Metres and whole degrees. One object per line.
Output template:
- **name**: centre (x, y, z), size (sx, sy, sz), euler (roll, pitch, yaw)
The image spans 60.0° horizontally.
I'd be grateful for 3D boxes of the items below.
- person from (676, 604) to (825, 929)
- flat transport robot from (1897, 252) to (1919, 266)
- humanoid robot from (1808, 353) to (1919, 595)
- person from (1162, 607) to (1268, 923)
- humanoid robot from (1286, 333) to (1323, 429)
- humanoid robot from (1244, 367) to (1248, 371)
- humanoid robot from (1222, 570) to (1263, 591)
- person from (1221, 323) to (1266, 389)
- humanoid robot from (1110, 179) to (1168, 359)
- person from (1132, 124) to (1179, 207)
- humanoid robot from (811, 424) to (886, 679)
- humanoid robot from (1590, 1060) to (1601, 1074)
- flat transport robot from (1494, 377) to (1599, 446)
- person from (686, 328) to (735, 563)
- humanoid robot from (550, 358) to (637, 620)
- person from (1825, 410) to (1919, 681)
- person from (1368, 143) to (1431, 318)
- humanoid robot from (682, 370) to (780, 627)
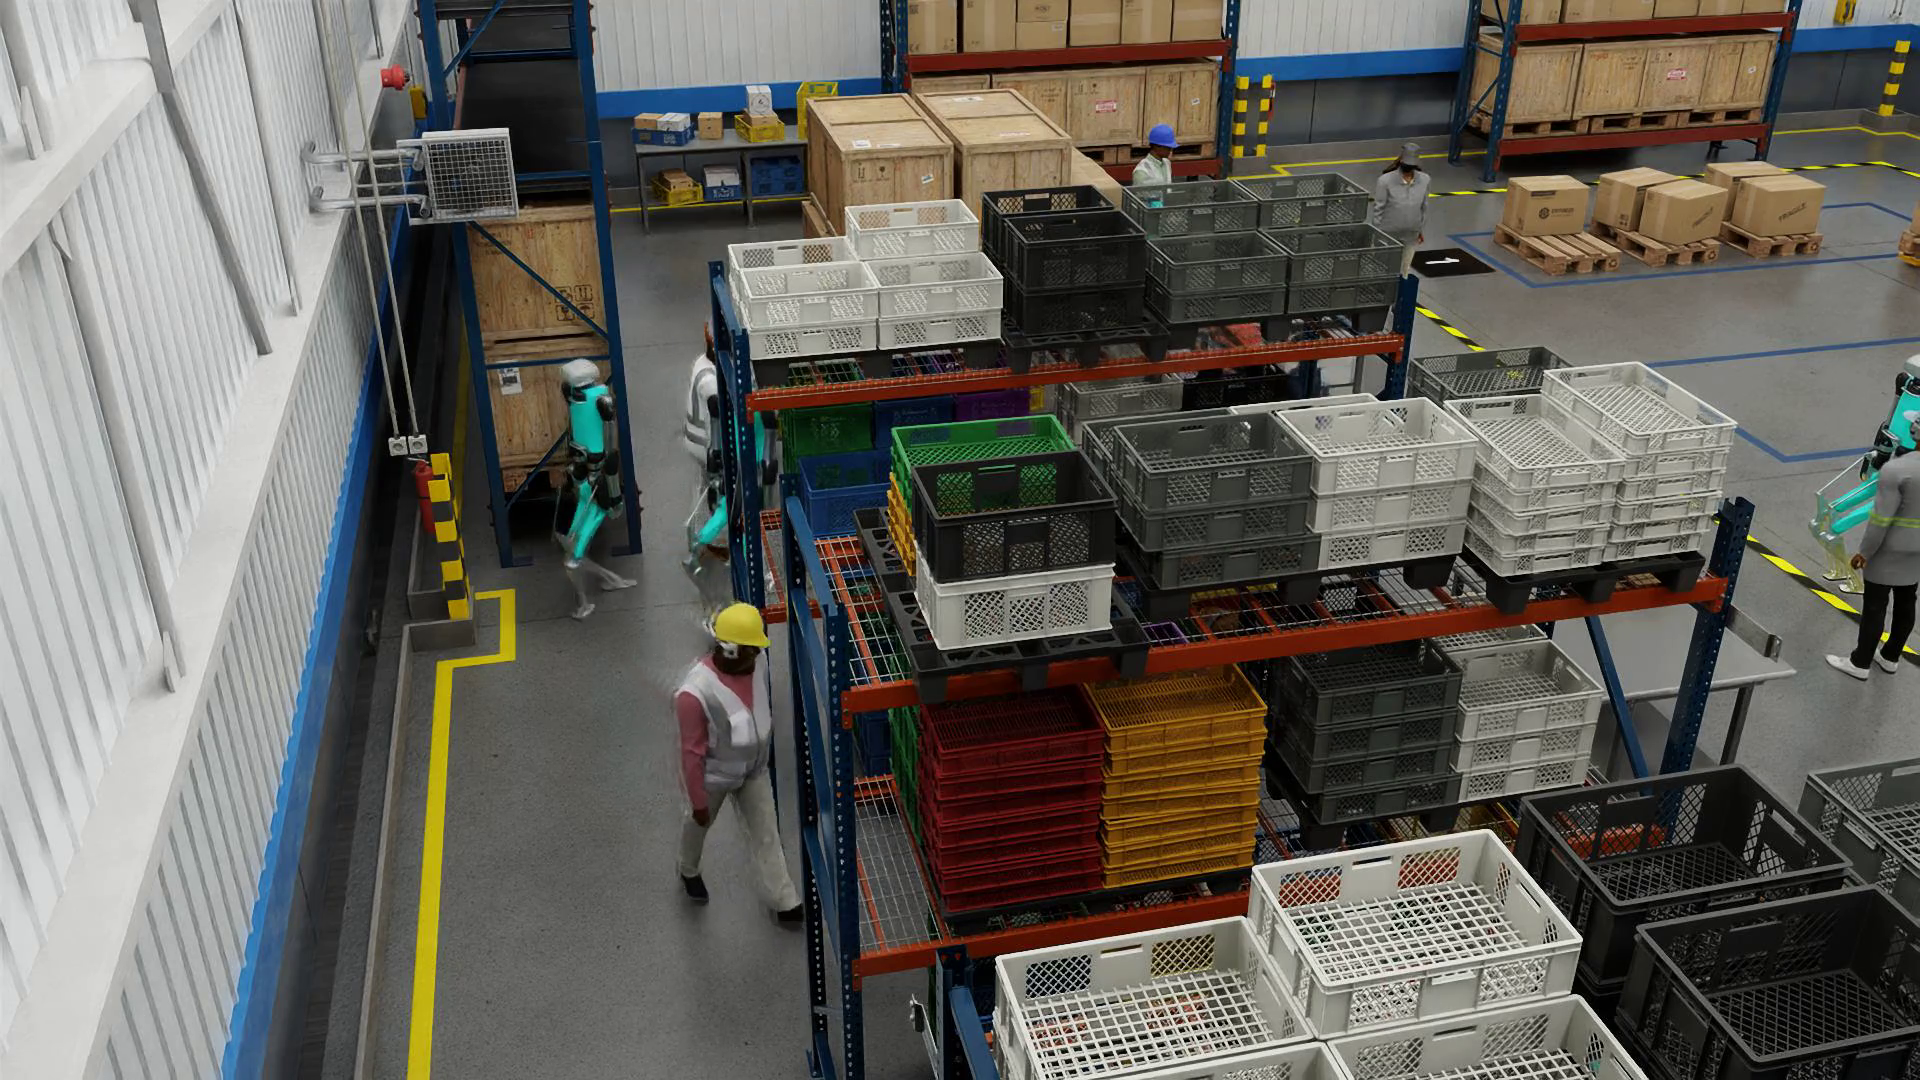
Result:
- **person**: centre (-1.119, 1.139, 8.280), size (0.939, 1.764, 0.629), euler (22, 35, 36)
- **flat transport robot**: centre (10.638, -2.856, 17.435), size (0.652, 0.197, 1.431), euler (-6, 28, -12)
- **humanoid robot**: centre (6.067, -0.433, 11.145), size (0.735, 1.681, 0.533), euler (-1, 28, -2)
- **person**: centre (1.234, 1.157, 8.180), size (0.617, 1.836, 0.431), euler (-18, 33, -30)
- **humanoid robot**: centre (2.332, -0.680, 11.820), size (0.393, 1.657, 0.590), euler (5, 28, 10)
- **humanoid robot**: centre (1.939, -0.479, 11.452), size (0.374, 1.639, 0.610), euler (15, 31, 26)
- **humanoid robot**: centre (1.917, -0.139, 10.817), size (0.673, 1.633, 0.587), euler (-4, 28, -7)
- **person**: centre (1.806, -0.663, 11.475), size (0.615, 1.990, 1.007), euler (-16, 32, -27)
- **humanoid robot**: centre (1.499, -2.309, 14.876), size (0.868, 1.785, 0.541), euler (-8, 29, -15)
- **person**: centre (1.856, -3.038, 16.024), size (0.412, 1.939, 0.602), euler (17, 32, 29)
- **humanoid robot**: centre (-0.605, 0.085, 10.305), size (0.789, 1.777, 0.545), euler (-7, 28, -12)
- **humanoid robot**: centre (2.470, 2.247, 6.184), size (0.995, 1.738, 0.553), euler (2, 28, 5)
- **flat transport robot**: centre (4.780, -1.036, 14.013), size (0.659, 0.231, 1.431), euler (-6, 28, -12)
- **person**: centre (-1.710, -0.664, 11.601), size (0.463, 1.858, 0.789), euler (-5, 28, -9)
- **humanoid robot**: centre (-2.552, -0.293, 11.033), size (0.865, 1.780, 0.534), euler (-25, 36, -38)
- **person**: centre (5.815, 0.012, 10.325), size (0.587, 1.853, 0.391), euler (-7, 29, -13)
- **person**: centre (4.231, -2.973, 16.084), size (0.563, 1.761, 0.405), euler (-5, 28, -9)
- **humanoid robot**: centre (-1.532, -0.184, 10.834), size (0.538, 1.732, 1.013), euler (14, 31, 24)
